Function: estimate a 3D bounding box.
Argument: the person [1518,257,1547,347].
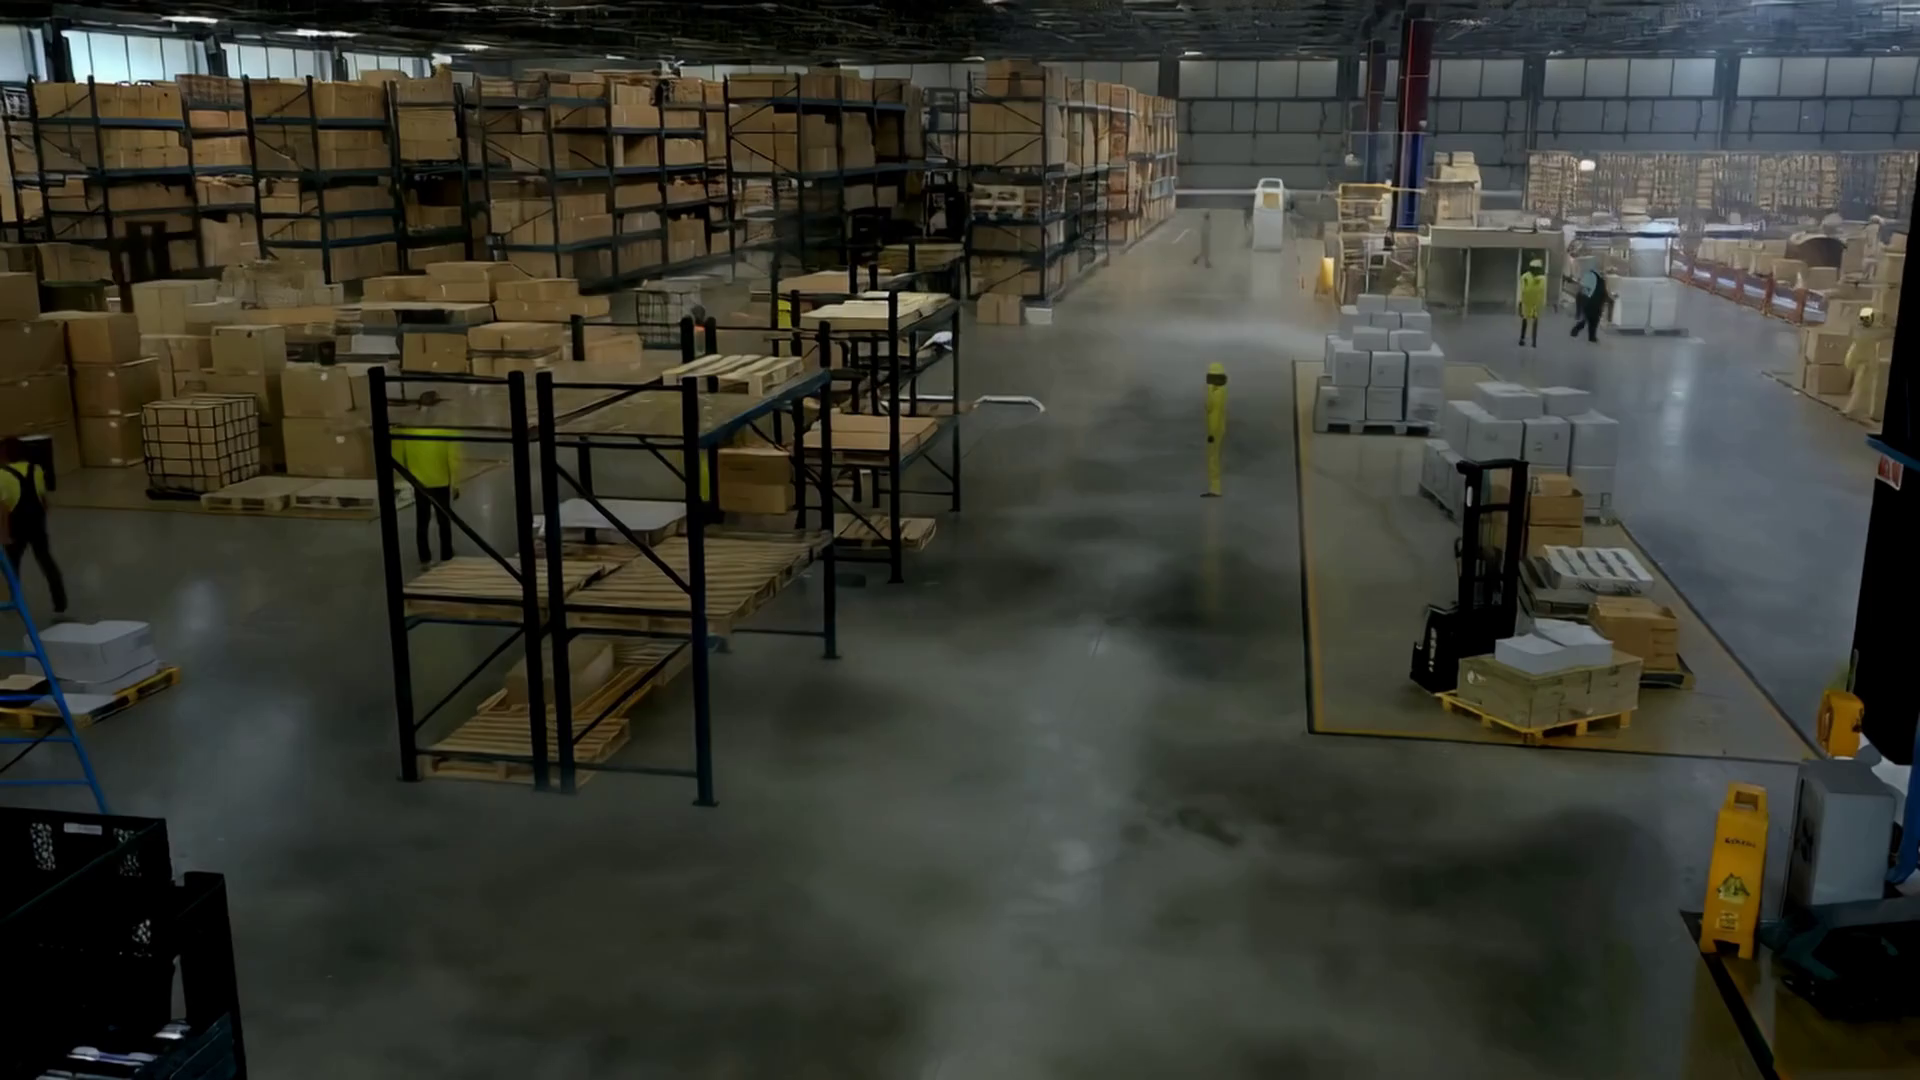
[{"bbox_3d":[12.391,-5.144,36.019,0.552,1.942,0.342,3,14,13],"label":"person"}]

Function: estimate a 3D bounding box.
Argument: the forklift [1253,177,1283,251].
[{"bbox_3d":[12.083,-12.747,64.956,1.129,2.768,1.873,3,14,10],"label":"forklift"}]

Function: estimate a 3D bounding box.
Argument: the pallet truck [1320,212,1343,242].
[{"bbox_3d":[15.874,-13.227,70.310,0.680,1.201,1.601,10,17,35],"label":"pallet truck"}]

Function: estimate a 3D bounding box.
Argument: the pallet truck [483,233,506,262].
[{"bbox_3d":[-11.832,-7.026,43.548,1.885,1.965,0.823,8,16,28],"label":"pallet truck"}]

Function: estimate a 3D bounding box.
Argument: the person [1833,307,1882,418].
[{"bbox_3d":[14.808,-2.923,27.270,1.000,1.822,0.558,-5,15,-20],"label":"person"}]

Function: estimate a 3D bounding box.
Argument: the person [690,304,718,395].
[{"bbox_3d":[-4.077,-2.725,26.195,0.395,1.953,0.620,12,18,41],"label":"person"}]

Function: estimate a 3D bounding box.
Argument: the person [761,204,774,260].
[{"bbox_3d":[-6.900,-11.136,60.169,0.684,2.027,0.446,-8,16,-28],"label":"person"}]

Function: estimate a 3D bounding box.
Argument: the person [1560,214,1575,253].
[{"bbox_3d":[20.633,-10.168,56.660,0.586,1.824,0.404,-7,16,-27],"label":"person"}]

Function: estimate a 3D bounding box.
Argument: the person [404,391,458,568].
[{"bbox_3d":[-5.630,-0.638,17.785,0.581,1.919,0.398,2,14,8],"label":"person"}]

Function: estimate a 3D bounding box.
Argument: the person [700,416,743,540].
[{"bbox_3d":[-2.397,-0.352,16.727,0.628,1.862,0.962,-9,16,-31],"label":"person"}]

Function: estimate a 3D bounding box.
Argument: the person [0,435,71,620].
[{"bbox_3d":[-8.951,-0.115,15.924,0.983,1.792,0.538,8,16,28],"label":"person"}]

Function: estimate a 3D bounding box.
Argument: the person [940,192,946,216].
[{"bbox_3d":[-0.831,-18.755,91.732,0.538,1.732,0.869,2,14,7],"label":"person"}]

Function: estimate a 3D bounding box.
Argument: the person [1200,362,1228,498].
[{"bbox_3d":[3.250,-1.404,21.246,0.294,1.744,0.486,4,14,15],"label":"person"}]

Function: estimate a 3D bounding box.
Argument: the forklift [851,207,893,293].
[{"bbox_3d":[-2.125,-6.610,40.039,1.129,2.768,1.873,3,14,10],"label":"forklift"}]

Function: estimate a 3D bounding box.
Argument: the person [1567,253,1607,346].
[{"bbox_3d":[13.734,-5.240,36.207,0.653,2.000,0.695,11,18,37],"label":"person"}]

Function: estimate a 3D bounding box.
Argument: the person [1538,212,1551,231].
[{"bbox_3d":[21.695,-11.383,61.916,0.539,1.676,0.643,-3,14,-13],"label":"person"}]

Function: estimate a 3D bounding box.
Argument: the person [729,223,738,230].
[{"bbox_3d":[-9.283,-12.802,67.749,0.520,1.624,0.496,2,14,9],"label":"person"}]

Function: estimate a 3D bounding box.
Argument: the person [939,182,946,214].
[{"bbox_3d":[-0.904,-19.156,93.215,0.472,1.790,0.686,11,18,38],"label":"person"}]

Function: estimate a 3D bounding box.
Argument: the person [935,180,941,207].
[{"bbox_3d":[-1.351,-19.581,94.833,1.055,1.850,0.568,4,15,18],"label":"person"}]

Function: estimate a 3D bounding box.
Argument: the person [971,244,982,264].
[{"bbox_3d":[0.510,-8.172,48.904,0.536,1.655,0.852,3,14,11],"label":"person"}]

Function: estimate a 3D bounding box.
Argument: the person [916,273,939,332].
[{"bbox_3d":[-0.833,-5.347,37.067,0.907,1.828,0.530,-6,15,-25],"label":"person"}]

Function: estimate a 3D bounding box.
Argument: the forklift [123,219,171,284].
[{"bbox_3d":[-16.623,-5.187,34.261,1.129,2.768,1.873,7,15,25],"label":"forklift"}]

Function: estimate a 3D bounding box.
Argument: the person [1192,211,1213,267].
[{"bbox_3d":[8.415,-10.375,57.353,0.619,1.892,0.659,6,15,24],"label":"person"}]

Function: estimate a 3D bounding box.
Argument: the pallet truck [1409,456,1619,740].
[{"bbox_3d":[4.504,0.400,13.395,0.823,1.965,1.885,-6,15,-23],"label":"pallet truck"}]

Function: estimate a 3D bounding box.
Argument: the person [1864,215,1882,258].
[{"bbox_3d":[31.740,-10.414,57.851,0.540,1.727,0.861,11,17,37],"label":"person"}]

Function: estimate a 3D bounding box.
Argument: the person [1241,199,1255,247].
[{"bbox_3d":[11.699,-12.830,67.285,0.636,1.914,0.798,5,15,21],"label":"person"}]

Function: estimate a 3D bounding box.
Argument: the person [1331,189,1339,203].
[{"bbox_3d":[17.366,-15.208,76.817,0.628,1.970,0.584,-9,16,-32],"label":"person"}]

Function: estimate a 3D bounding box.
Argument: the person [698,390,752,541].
[{"bbox_3d":[-2.672,-0.906,18.928,0.651,1.883,1.021,-4,14,-14],"label":"person"}]
